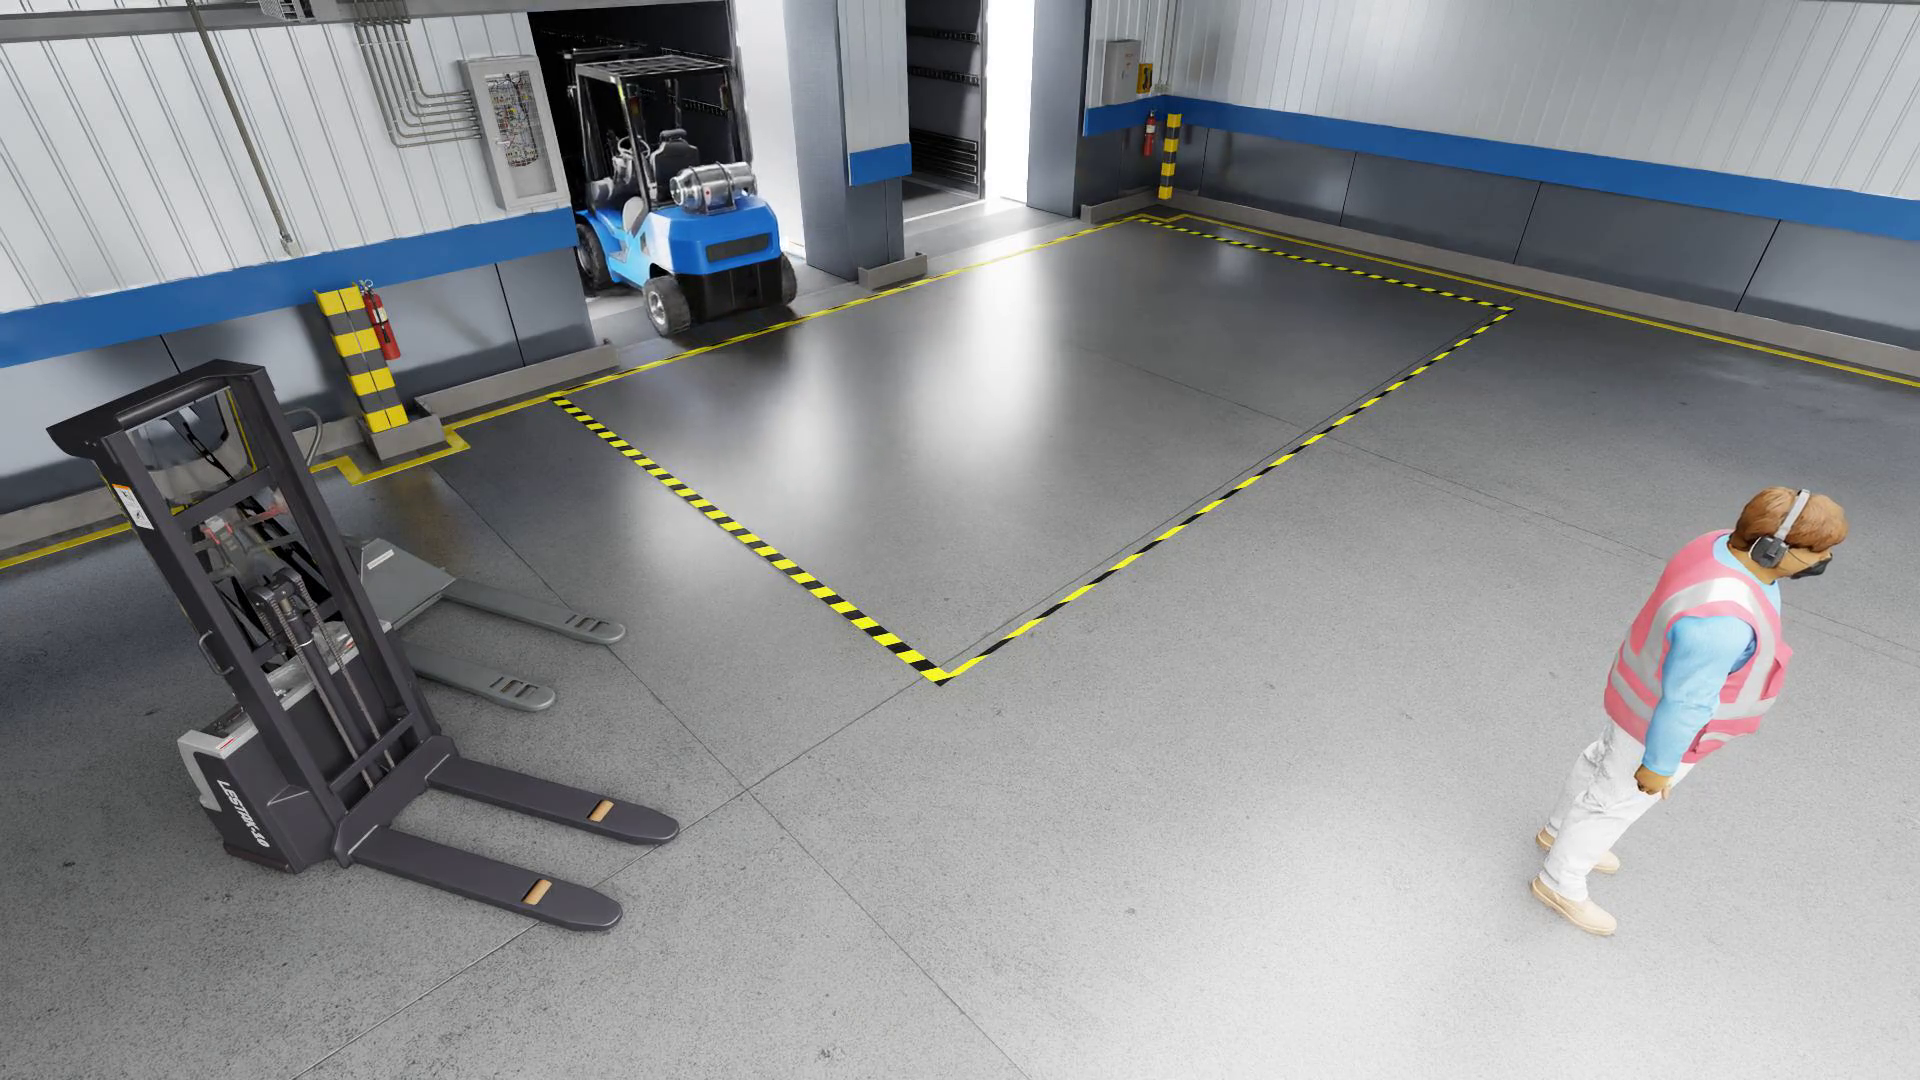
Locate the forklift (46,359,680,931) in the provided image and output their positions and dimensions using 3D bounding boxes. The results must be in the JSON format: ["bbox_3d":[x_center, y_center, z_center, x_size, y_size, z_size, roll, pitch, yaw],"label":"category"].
[{"bbox_3d":[-2.135,0.422,3.354,1.885,1.965,0.823,10,35,14],"label":"forklift"}]

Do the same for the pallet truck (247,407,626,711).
[{"bbox_3d":[-2.628,0.038,4.590,1.601,1.201,0.680,12,36,18],"label":"pallet truck"}]

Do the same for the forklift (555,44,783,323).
[{"bbox_3d":[-2.823,-3.465,8.735,1.157,2.036,2.680,-26,42,-33],"label":"forklift"}]

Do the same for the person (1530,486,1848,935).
[{"bbox_3d":[2.476,0.620,3.203,0.429,1.838,0.633,21,40,28],"label":"person"}]
